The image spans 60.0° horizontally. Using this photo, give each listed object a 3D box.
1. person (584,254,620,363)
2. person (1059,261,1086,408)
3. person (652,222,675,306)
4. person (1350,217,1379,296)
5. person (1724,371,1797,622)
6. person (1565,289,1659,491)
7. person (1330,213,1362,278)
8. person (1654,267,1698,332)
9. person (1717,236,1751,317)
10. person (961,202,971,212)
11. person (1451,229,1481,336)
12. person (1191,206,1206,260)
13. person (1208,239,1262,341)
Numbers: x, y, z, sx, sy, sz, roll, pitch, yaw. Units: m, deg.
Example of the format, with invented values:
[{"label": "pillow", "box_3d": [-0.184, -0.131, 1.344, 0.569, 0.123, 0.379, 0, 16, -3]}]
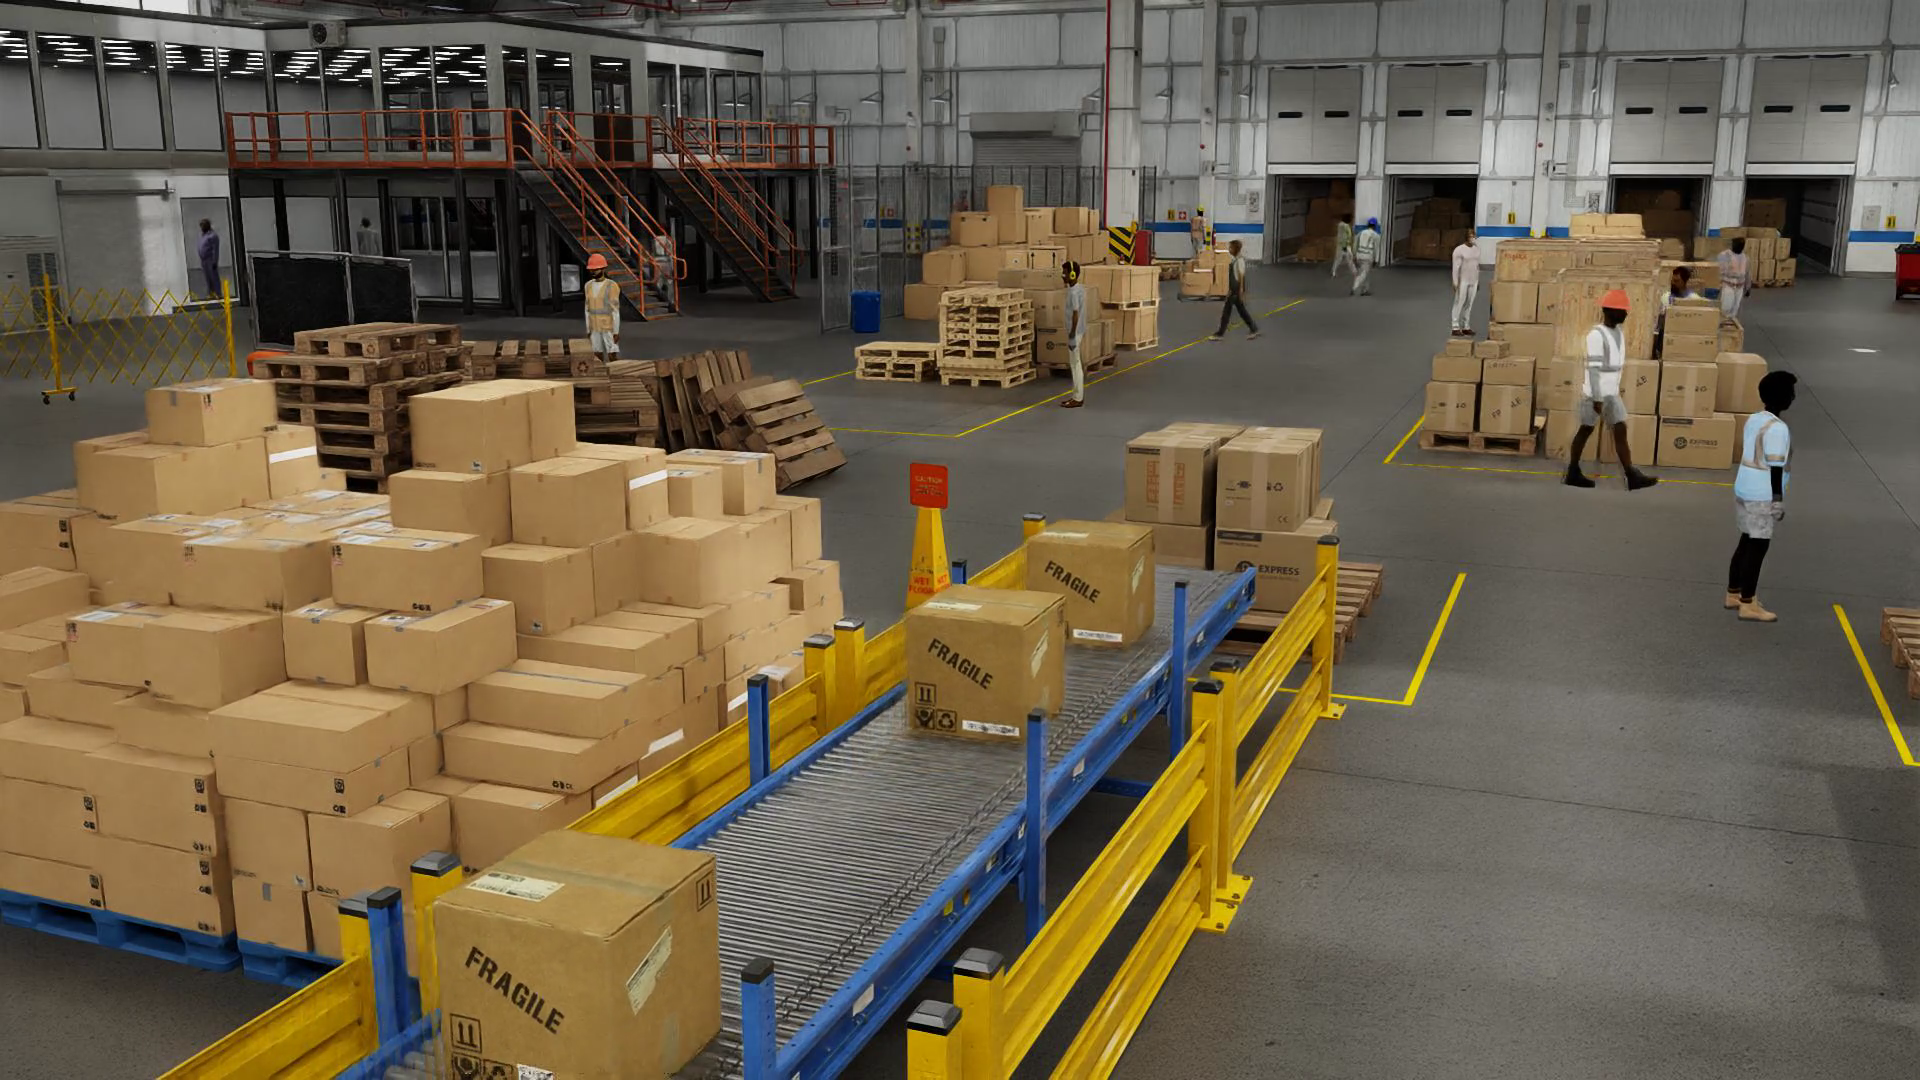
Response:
[{"label": "person", "box_3d": [-4.711, -2.787, 21.857, 0.542, 1.928, 0.398, 6, 14, 25]}, {"label": "person", "box_3d": [1.444, -2.618, 21.242, 0.319, 1.861, 0.506, 2, 13, 9]}, {"label": "person", "box_3d": [-6.433, -5.967, 36.221, 0.585, 1.887, 0.383, 6, 14, 26]}, {"label": "person", "box_3d": [9.638, -6.769, 39.759, 0.765, 1.907, 0.618, -6, 14, -25]}, {"label": "person", "box_3d": [5.414, -0.300, 11.234, 0.320, 1.693, 0.537, 2, 13, 8]}, {"label": "person", "box_3d": [6.158, -1.388, 15.619, 0.575, 1.897, 0.947, -10, 16, -37]}, {"label": "person", "box_3d": [10.844, -8.231, 46.561, 0.930, 1.794, 0.656, 7, 15, 30]}, {"label": "person", "box_3d": [8.609, -2.344, 20.006, 0.985, 1.877, 0.591, -3, 13, -14]}, {"label": "person", "box_3d": [13.963, -4.553, 29.987, 0.643, 1.824, 0.516, -3, 13, -12]}, {"label": "person", "box_3d": [0.172, -9.876, 53.523, 0.446, 1.974, 0.641, 1, 13, 2]}, {"label": "person", "box_3d": [9.247, -4.694, 30.370, 0.637, 1.937, 0.357, -7, 14, -29]}, {"label": "person", "box_3d": [7.308, -9.258, 50.895, 0.406, 1.919, 0.591, -12, 17, -42]}, {"label": "person", "box_3d": [4.927, -4.416, 29.446, 0.958, 1.806, 0.526, 0, 13, 1]}]
